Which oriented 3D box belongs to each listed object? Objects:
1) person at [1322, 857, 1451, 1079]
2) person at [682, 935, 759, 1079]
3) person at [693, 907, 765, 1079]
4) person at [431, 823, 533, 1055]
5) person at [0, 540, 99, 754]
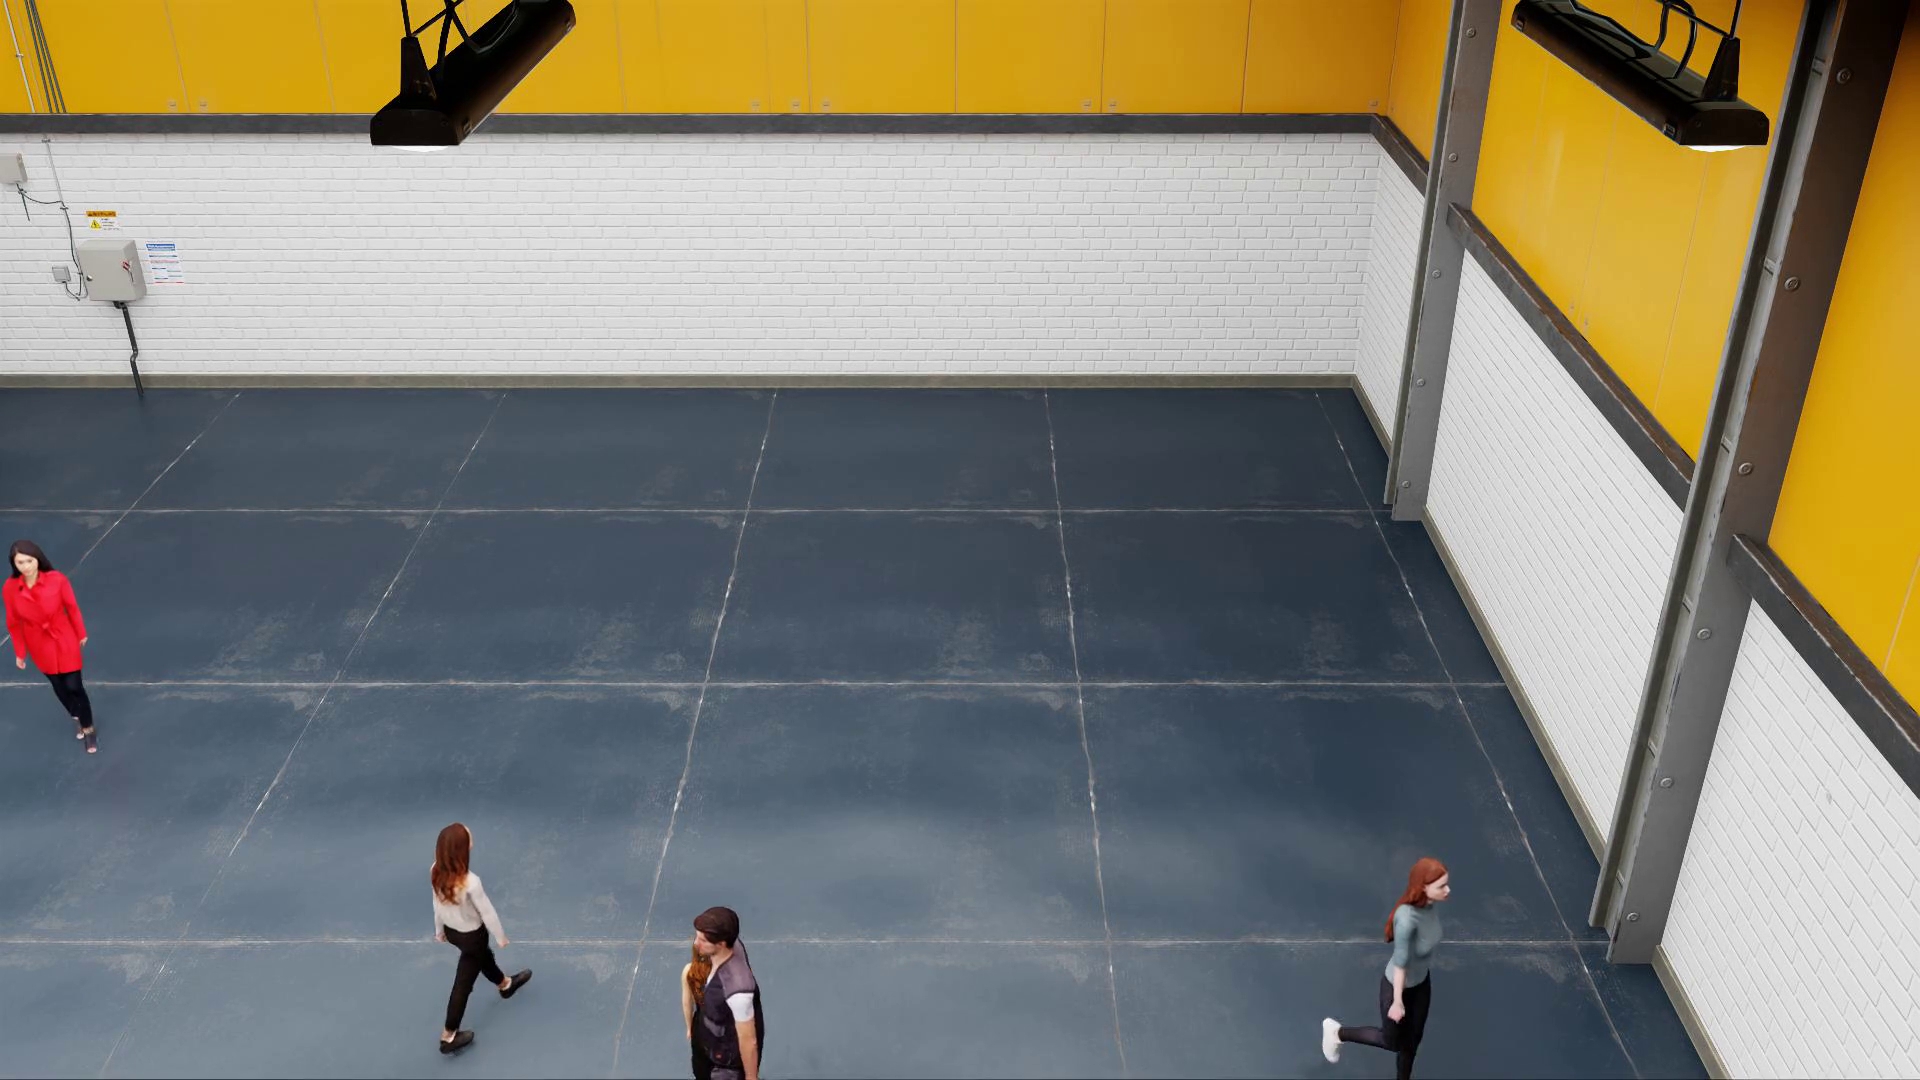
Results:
[{"bbox_3d":[2.389,2.439,9.189,1.006,1.729,0.966,23,36,35],"label":"person"},{"bbox_3d":[-1.271,2.686,8.851,0.654,1.619,0.742,5,29,9],"label":"person"},{"bbox_3d":[-1.083,2.635,8.722,0.832,1.833,0.755,-8,30,-15],"label":"person"},{"bbox_3d":[-2.919,2.338,9.670,0.897,1.445,1.072,17,33,28],"label":"person"},{"bbox_3d":[-6.719,0.733,12.314,0.725,1.731,0.799,-8,30,-15],"label":"person"}]
